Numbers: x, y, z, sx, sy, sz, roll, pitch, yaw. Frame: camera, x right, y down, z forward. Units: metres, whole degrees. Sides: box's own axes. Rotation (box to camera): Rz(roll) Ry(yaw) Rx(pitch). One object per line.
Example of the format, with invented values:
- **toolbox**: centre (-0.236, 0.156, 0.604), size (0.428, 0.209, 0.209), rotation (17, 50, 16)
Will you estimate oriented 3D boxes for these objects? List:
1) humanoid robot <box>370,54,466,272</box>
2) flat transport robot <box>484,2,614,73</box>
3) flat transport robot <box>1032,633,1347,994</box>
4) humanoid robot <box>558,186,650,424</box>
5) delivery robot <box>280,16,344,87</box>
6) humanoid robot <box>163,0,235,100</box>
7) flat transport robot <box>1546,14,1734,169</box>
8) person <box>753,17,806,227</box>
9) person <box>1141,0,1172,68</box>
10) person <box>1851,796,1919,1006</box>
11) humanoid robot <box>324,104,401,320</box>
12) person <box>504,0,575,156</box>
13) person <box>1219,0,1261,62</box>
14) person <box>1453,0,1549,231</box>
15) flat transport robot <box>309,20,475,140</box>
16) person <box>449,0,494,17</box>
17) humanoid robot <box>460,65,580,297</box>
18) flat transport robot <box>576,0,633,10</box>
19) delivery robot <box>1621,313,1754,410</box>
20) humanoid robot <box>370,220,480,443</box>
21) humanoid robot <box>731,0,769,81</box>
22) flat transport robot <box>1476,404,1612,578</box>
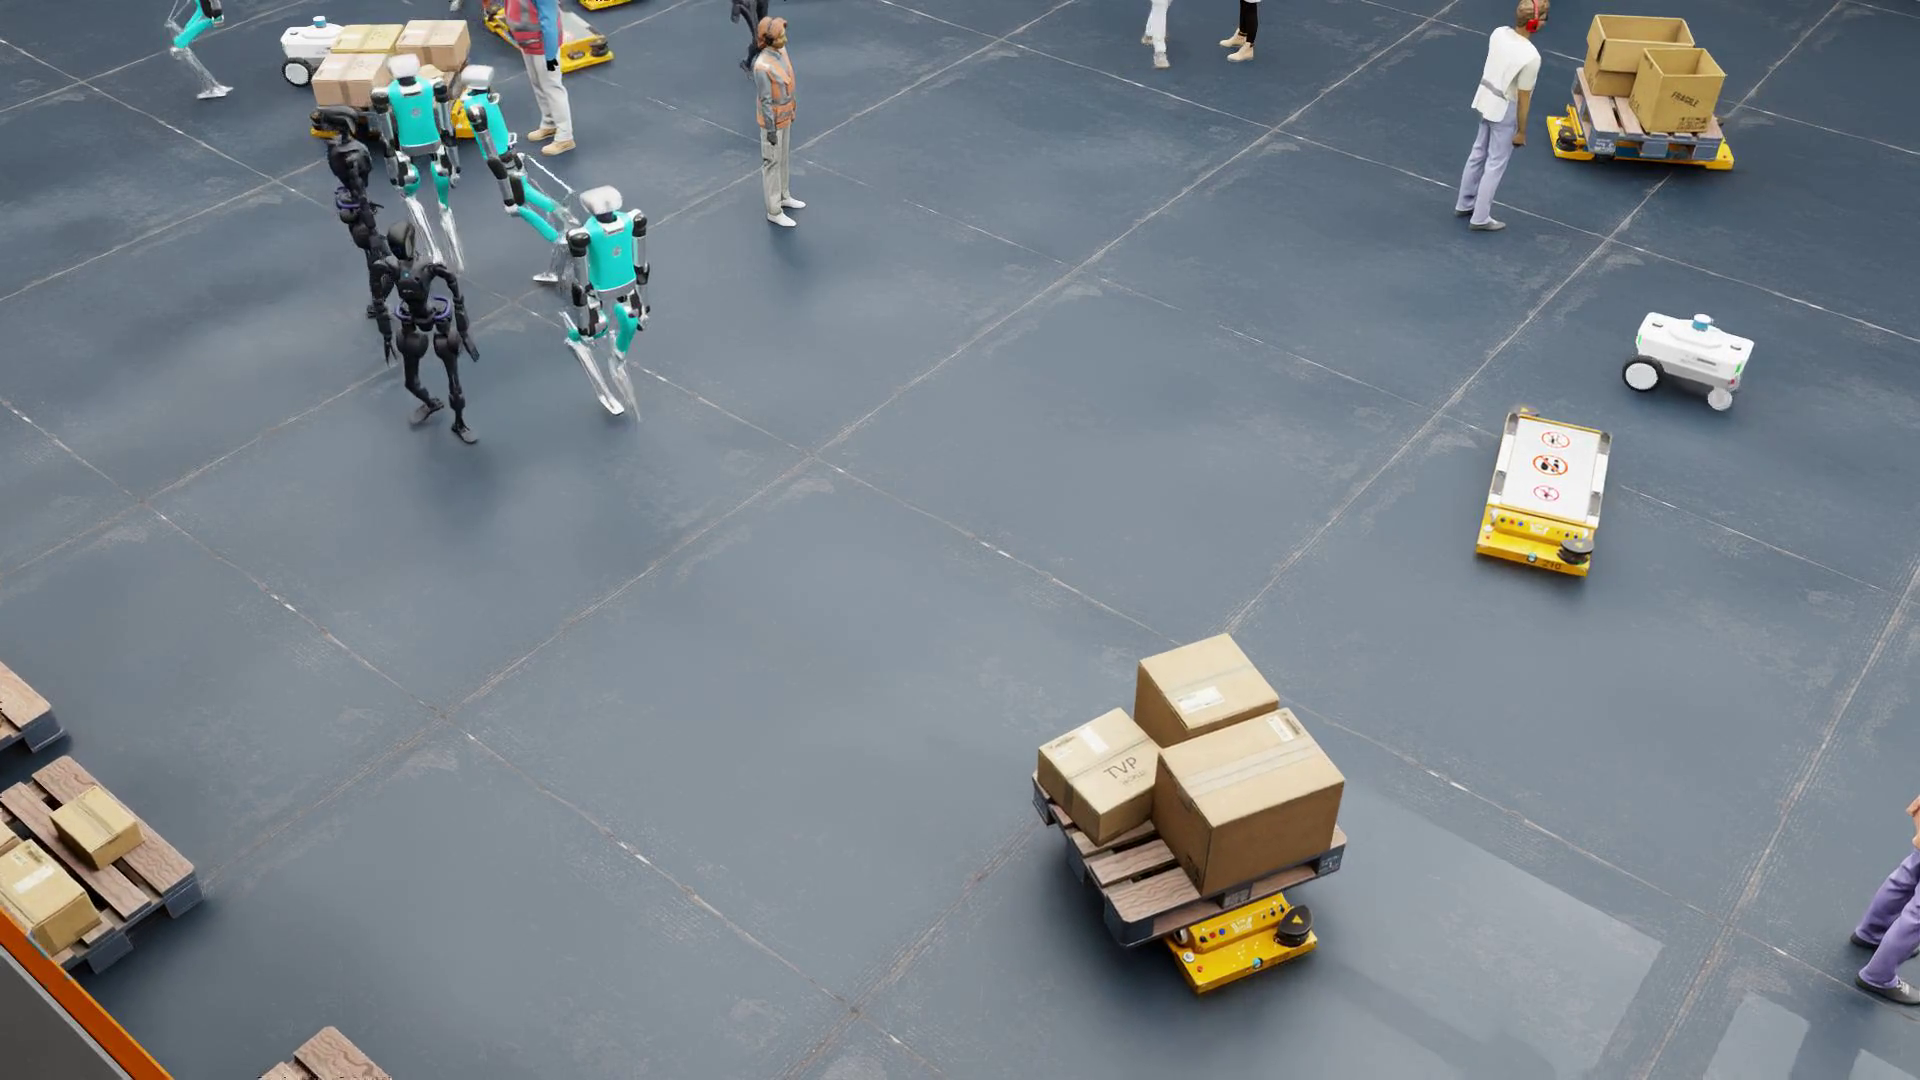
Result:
- **humanoid robot**: centre (-3.960, -2.757, 12.223), size (0.532, 1.832, 0.728), rotation (-17, 43, -19)
- **flat transport robot**: centre (-3.895, -4.772, 15.691), size (0.659, 0.231, 1.431), rotation (-25, 46, -27)
- **flat transport robot**: centre (1.109, 1.546, 8.259), size (0.659, 0.231, 1.431), rotation (-16, 43, -18)
- **humanoid robot**: centre (-2.323, -1.500, 10.752), size (0.551, 1.842, 0.758), rotation (-29, 48, -29)
- **delivery robot**: centre (-5.764, -4.441, 15.093), size (0.805, 0.609, 0.499), rotation (0, 40, 0)
- **humanoid robot**: centre (-6.672, -4.632, 14.382), size (0.835, 1.744, 0.547), rotation (-22, 45, -24)
- **flat transport robot**: centre (5.759, -3.420, 14.101), size (1.431, 0.231, 0.659), rotation (6, 41, 6)
- **person**: centre (-1.412, -3.232, 12.822), size (0.306, 1.638, 0.510), rotation (7, 41, 9)
- **person**: centre (1.871, -5.272, 15.065), size (0.397, 1.857, 0.744), rotation (17, 43, 19)
- **person**: centre (4.354, 1.344, 7.292), size (0.388, 1.837, 0.557), rotation (9, 41, 10)
- **humanoid robot**: centre (-4.190, -2.291, 11.683), size (0.333, 1.658, 0.590), rotation (-16, 43, -18)
- **person**: centre (-3.477, -4.088, 13.679), size (0.430, 1.837, 0.639), rotation (-24, 46, -25)
- **person**: centre (2.620, -5.211, 15.102), size (0.318, 1.699, 0.533), rotation (-3, 40, -4)
- **person**: centre (4.113, -3.235, 12.678), size (0.387, 1.839, 0.571), rotation (-11, 42, -13)
- **flat transport robot**: centre (-4.849, -3.725, 14.460), size (1.431, 0.231, 0.659), rotation (0, 40, 0)
- **person**: centre (-4.737, -5.833, 15.745), size (0.558, 1.824, 0.825), rotation (-6, 41, -7)
- **humanoid robot**: centre (-3.065, -2.534, 11.984), size (0.776, 1.854, 0.535), rotation (-5, 41, -6)
- **flat transport robot**: centre (-3.724, -5.739, 16.829), size (0.659, 0.231, 1.431), rotation (-22, 45, -24)
- **delivery robot**: centre (4.958, -1.265, 11.353), size (0.794, 0.606, 0.499), rotation (22, 45, 24)
- **humanoid robot**: centre (-3.385, -1.347, 10.582), size (0.602, 1.645, 0.468), rotation (-2, 40, -2)
- **humanoid robot**: centre (-1.814, -4.878, 14.733), size (0.334, 1.646, 0.609), rotation (27, 47, 28)
- **flat transport robot**: centre (3.694, -0.337, 10.475), size (0.659, 0.231, 1.431), rotation (14, 42, 16)
